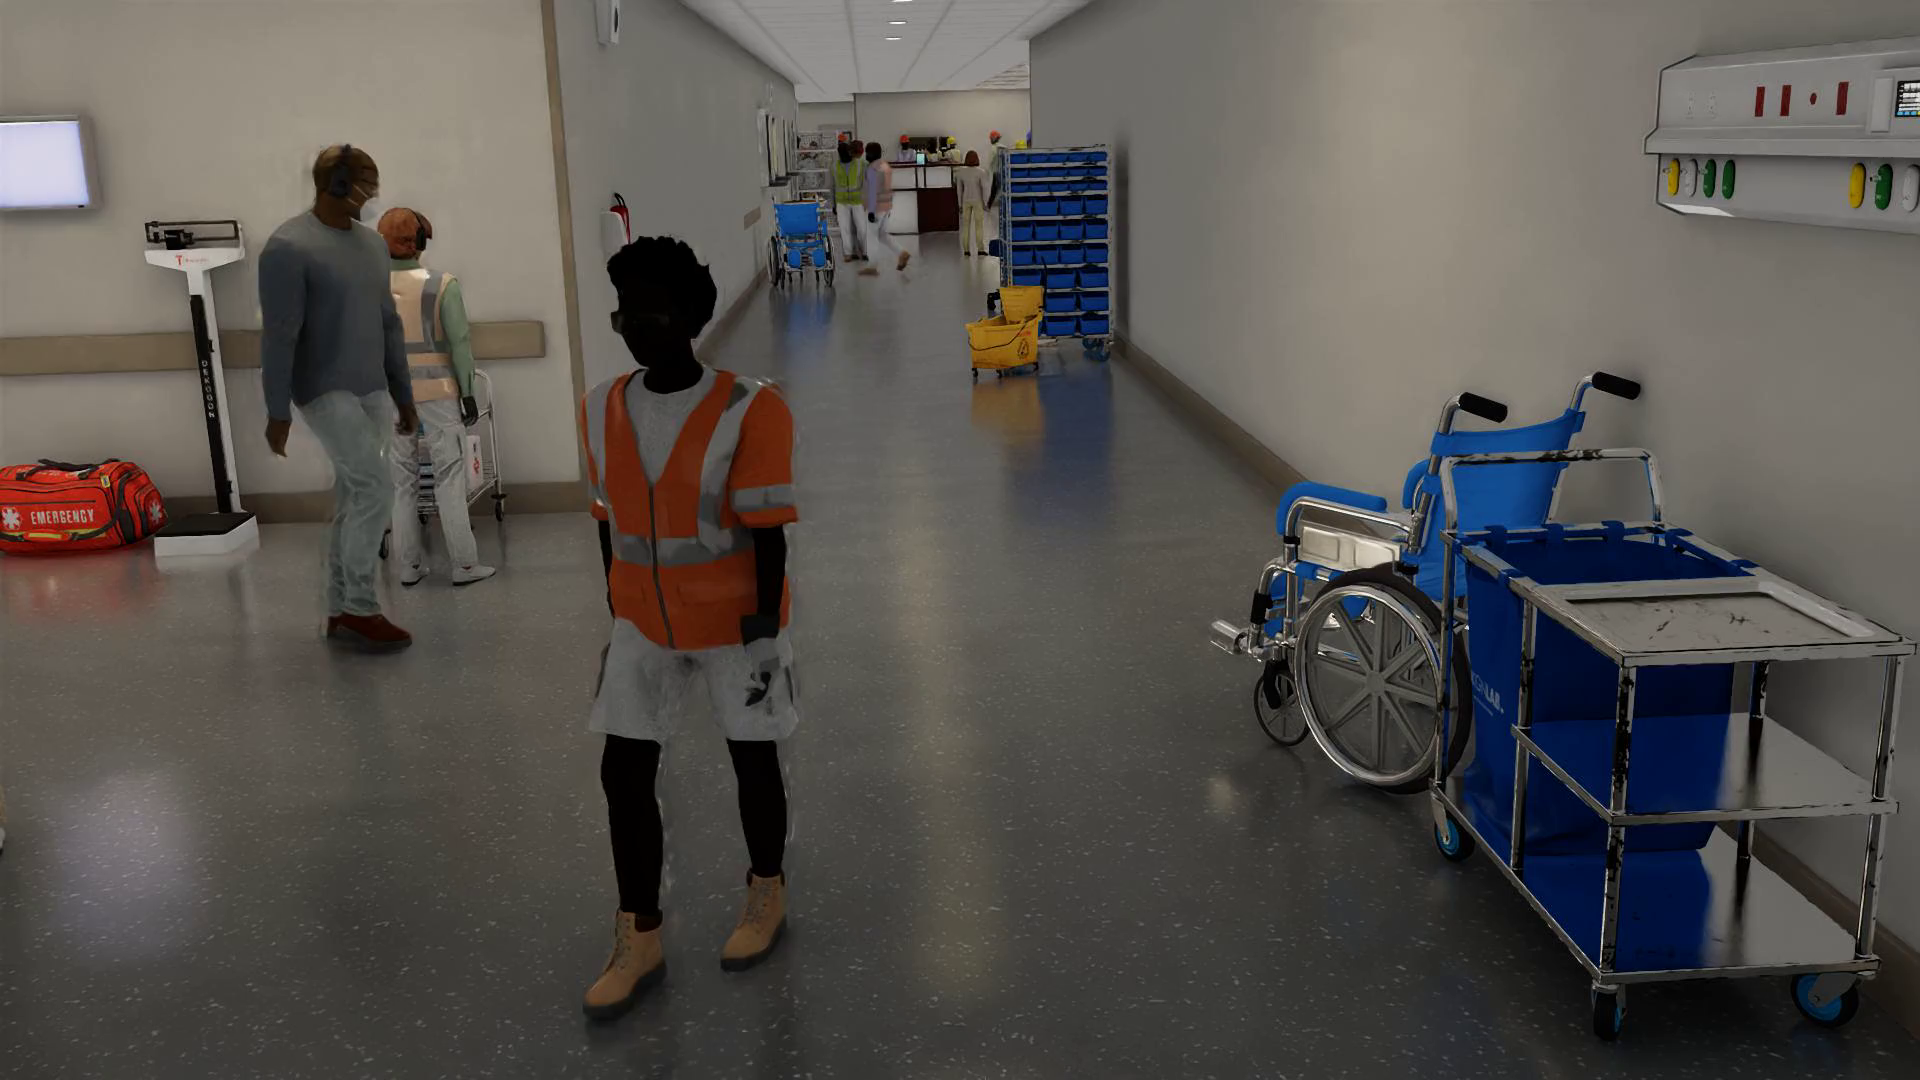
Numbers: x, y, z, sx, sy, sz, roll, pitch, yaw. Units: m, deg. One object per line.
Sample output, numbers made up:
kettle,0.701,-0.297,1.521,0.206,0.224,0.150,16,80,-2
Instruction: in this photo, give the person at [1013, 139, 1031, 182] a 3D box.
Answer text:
person,1.098,-6.249,29.712,0.523,1.769,0.309,-6,14,-19

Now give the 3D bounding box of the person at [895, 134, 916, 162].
person,-1.329,-8.932,40.697,0.545,1.931,0.378,1,14,11

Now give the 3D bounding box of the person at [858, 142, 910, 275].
person,-1.079,-4.586,23.042,0.658,1.822,0.685,3,14,17

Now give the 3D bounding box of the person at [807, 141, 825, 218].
person,-3.491,-8.656,40.002,0.503,1.837,0.342,0,14,9

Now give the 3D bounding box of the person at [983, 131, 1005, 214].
person,0.773,-8.767,39.716,0.982,1.950,0.616,5,15,26

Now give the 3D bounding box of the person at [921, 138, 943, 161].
person,-0.621,-8.207,37.828,0.625,1.838,0.430,-10,16,-32

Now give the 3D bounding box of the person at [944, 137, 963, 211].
person,-0.182,-9.011,41.075,0.403,1.831,0.597,11,18,42

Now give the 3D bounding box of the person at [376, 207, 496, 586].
person,-2.323,-0.602,7.172,0.511,1.639,0.308,1,14,9

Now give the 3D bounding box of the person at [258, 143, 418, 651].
person,-2.253,-0.518,6.267,0.632,1.901,0.666,3,14,18

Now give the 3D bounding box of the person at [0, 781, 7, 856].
person,-2.834,0.105,4.331,0.313,1.636,0.517,12,19,43

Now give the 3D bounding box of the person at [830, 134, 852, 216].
person,-2.908,-9.027,41.156,0.608,1.987,0.402,4,15,22

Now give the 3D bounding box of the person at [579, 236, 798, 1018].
person,-0.601,0.201,3.573,0.541,1.669,0.682,3,14,18

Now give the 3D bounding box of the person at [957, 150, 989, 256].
person,0.207,-5.265,26.042,0.505,1.636,0.278,4,15,22

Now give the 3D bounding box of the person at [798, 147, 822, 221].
person,-3.544,-8.239,38.565,0.863,1.691,0.558,8,17,34

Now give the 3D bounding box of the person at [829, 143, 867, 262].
person,-1.696,-5.244,25.822,0.643,1.815,0.654,-1,14,3
